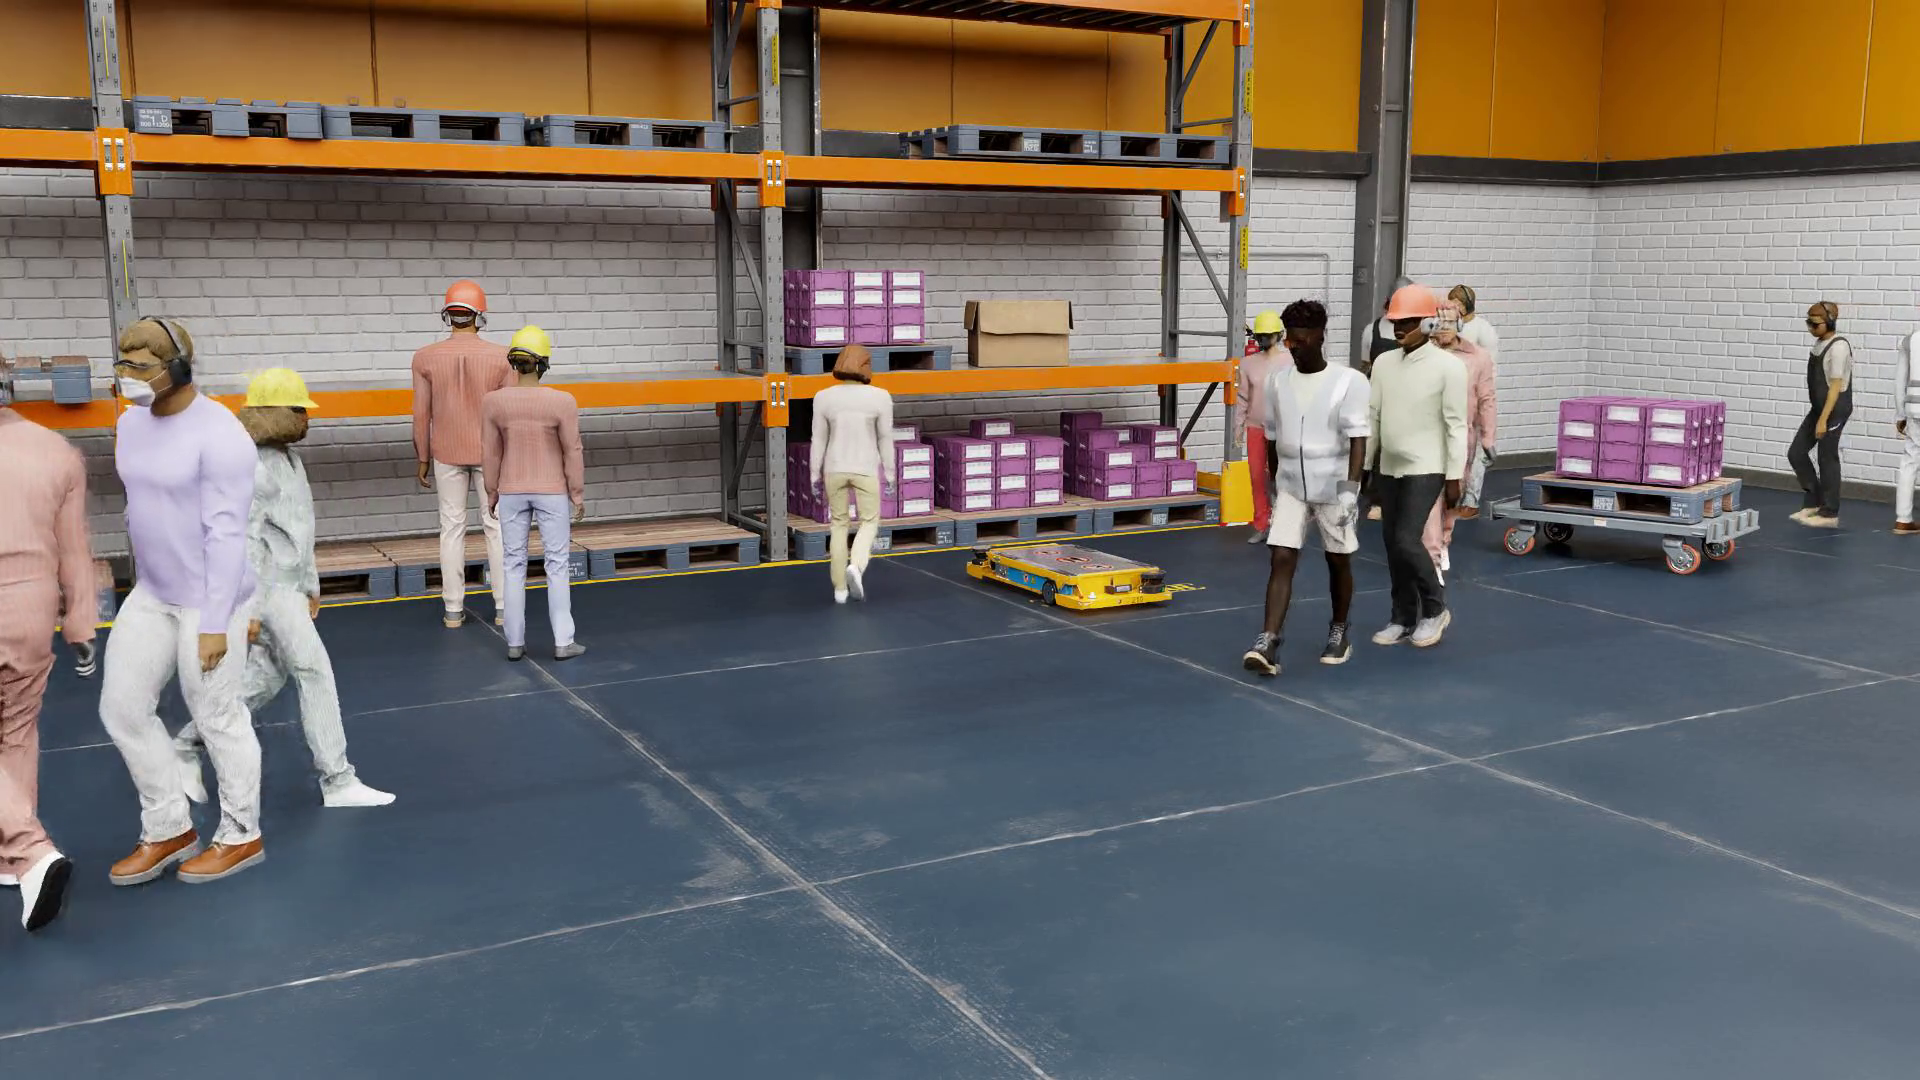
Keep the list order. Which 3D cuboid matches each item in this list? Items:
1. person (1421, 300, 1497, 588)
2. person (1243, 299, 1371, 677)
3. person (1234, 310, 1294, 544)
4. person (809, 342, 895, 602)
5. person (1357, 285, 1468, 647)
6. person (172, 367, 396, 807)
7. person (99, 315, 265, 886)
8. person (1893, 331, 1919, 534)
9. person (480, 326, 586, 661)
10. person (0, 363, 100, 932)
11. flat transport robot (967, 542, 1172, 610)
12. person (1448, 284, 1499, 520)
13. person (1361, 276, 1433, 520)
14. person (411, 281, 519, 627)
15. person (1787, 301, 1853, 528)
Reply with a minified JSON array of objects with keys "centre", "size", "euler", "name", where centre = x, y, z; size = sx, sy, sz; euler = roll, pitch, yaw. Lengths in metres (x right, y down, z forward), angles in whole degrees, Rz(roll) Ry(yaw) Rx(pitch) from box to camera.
[{"centre":[3.220,-0.665,11.083],"size":[0.636,1.867,0.985],"euler":[0,9,2],"name":"person"},{"centre":[1.771,-0.256,8.441],"size":[0.623,1.898,1.022],"euler":[6,11,32],"name":"person"},{"centre":[2.293,-0.831,12.407],"size":[0.547,1.750,0.381],"euler":[6,11,34],"name":"person"},{"centre":[-0.672,-0.390,10.126],"size":[0.540,1.611,0.511],"euler":[1,9,6],"name":"person"},{"centre":[2.427,-0.383,9.017],"size":[0.439,1.978,0.627],"euler":[-5,11,-29],"name":"person"},{"centre":[-2.656,0.195,6.321],"size":[0.844,1.709,0.492],"euler":[-1,9,-6],"name":"person"},{"centre":[-2.579,0.227,5.461],"size":[0.641,1.916,0.621],"euler":[5,11,29],"name":"person"},{"centre":[7.462,-0.954,12.764],"size":[0.337,1.882,0.583],"euler":[-5,10,-26],"name":"person"},{"centre":[-2.236,-0.237,8.756],"size":[0.533,1.767,0.312],"euler":[0,9,1],"name":"person"},{"centre":[-3.065,0.280,5.275],"size":[0.823,1.878,0.658],"euler":[7,11,35],"name":"person"},{"centre":[0.667,0.207,10.595],"size":[0.652,0.197,1.431],"euler":[-5,11,-28],"name":"flat transport robot"},{"centre":[4.131,-1.128,13.687],"size":[0.376,1.931,0.629],"euler":[-5,10,-26],"name":"person"},{"centre":[3.615,-1.184,13.695],"size":[0.694,2.000,0.686],"euler":[5,11,28],"name":"person"},{"centre":[-2.821,-0.490,9.600],"size":[0.626,1.992,0.387],"euler":[-2,9,-9],"name":"person"},{"centre":[6.814,-0.980,13.155],"size":[0.482,1.806,0.604],"euler":[1,9,9],"name":"person"}]
